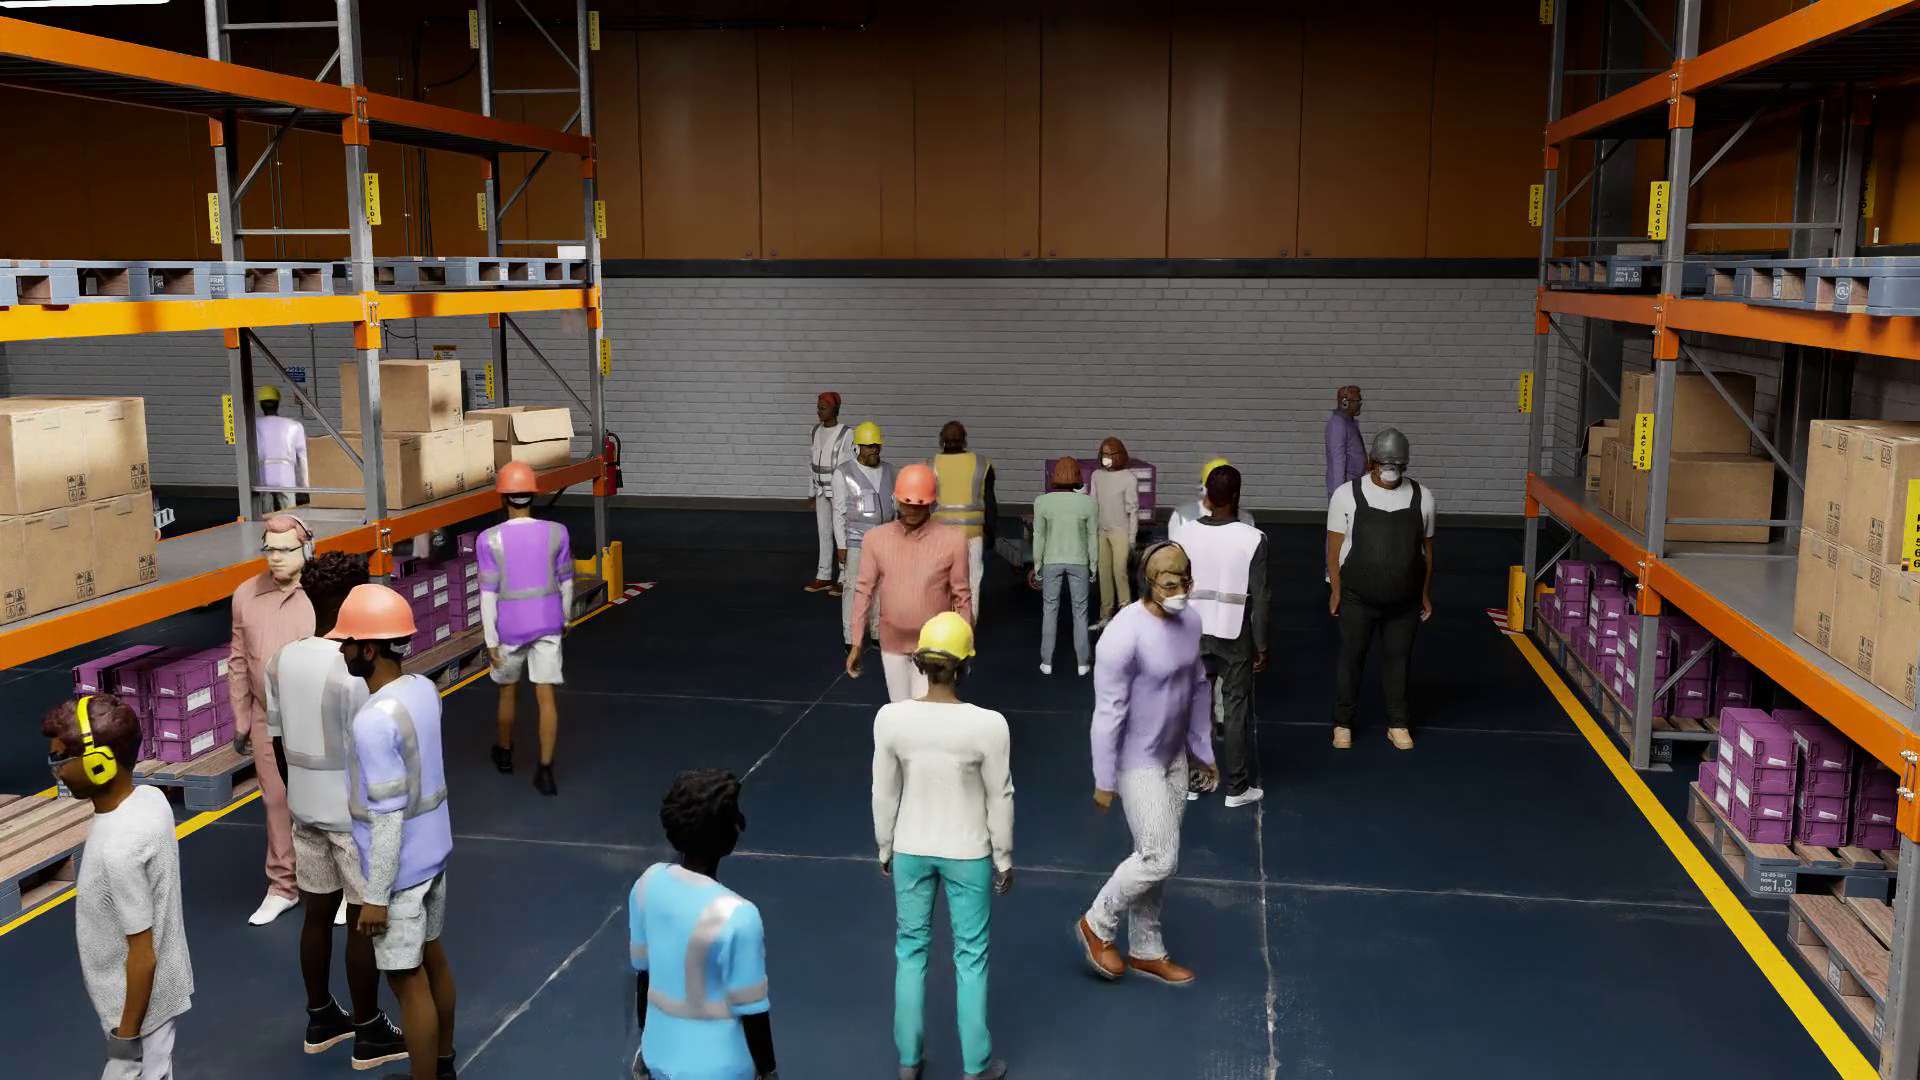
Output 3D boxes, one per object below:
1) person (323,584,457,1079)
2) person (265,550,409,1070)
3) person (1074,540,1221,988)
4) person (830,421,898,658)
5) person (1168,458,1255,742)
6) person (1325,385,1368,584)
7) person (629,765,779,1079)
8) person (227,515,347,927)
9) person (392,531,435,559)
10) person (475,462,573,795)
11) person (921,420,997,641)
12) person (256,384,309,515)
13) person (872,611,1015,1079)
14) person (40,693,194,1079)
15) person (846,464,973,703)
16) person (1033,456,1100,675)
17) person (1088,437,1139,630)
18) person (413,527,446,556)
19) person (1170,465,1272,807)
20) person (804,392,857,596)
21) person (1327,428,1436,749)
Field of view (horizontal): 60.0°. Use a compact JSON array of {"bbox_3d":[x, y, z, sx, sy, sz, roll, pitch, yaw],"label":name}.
[{"bbox_3d":[-1.956,1.107,5.737,0.378,1.938,0.547,0,9,-1],"label":"person"},{"bbox_3d":[-2.322,1.006,6.271,0.614,1.964,0.361,6,11,32],"label":"person"},{"bbox_3d":[0.794,0.933,6.886,0.431,1.915,0.640,6,11,35],"label":"person"},{"bbox_3d":[-0.714,-0.008,12.936,0.588,1.833,0.404,-7,11,-36],"label":"person"},{"bbox_3d":[1.623,0.350,10.858,0.587,1.809,0.830,0,9,1],"label":"person"},{"bbox_3d":[3.687,-0.524,15.892,0.405,1.906,0.653,3,10,18],"label":"person"},{"bbox_3d":[-0.729,1.436,4.581,0.888,1.656,0.537,-7,12,-37],"label":"person"},{"bbox_3d":[-3.011,0.825,7.580,0.651,1.904,0.403,0,9,2],"label":"person"},{"bbox_3d":[-4.799,-0.320,14.448,0.750,1.966,0.573,-3,10,-18],"label":"person"},{"bbox_3d":[-2.532,0.489,9.687,0.557,1.912,0.759,-4,10,-22],"label":"person"},{"bbox_3d":[-0.020,-0.047,13.285,0.648,1.813,0.840,0,9,-2],"label":"person"},{"bbox_3d":[-6.656,-0.559,16.172,0.600,1.896,0.714,-4,10,-23],"label":"person"},{"bbox_3d":[-0.053,1.136,6.094,0.532,1.765,0.330,3,10,16],"label":"person"},{"bbox_3d":[-2.297,1.330,4.595,0.328,1.865,0.519,-4,10,-21],"label":"person"},{"bbox_3d":[-0.290,0.572,8.945,0.633,1.957,0.815,3,10,17],"label":"person"},{"bbox_3d":[0.785,0.193,12.346,0.498,1.626,0.288,1,9,8],"label":"person"},{"bbox_3d":[1.243,-0.036,13.757,0.323,1.631,0.516,-8,12,-40],"label":"person"},{"bbox_3d":[-5.026,-0.320,15.488,0.569,1.618,0.516,7,12,37],"label":"person"},{"bbox_3d":[1.454,0.537,9.312,0.593,1.921,0.391,6,11,33],"label":"person"},{"bbox_3d":[-1.188,-0.427,15.372,0.574,1.883,0.360,8,12,42],"label":"person"},{"bbox_3d":[2.638,0.304,10.375,0.674,2.000,0.535,0,9,2],"label":"person"}]
